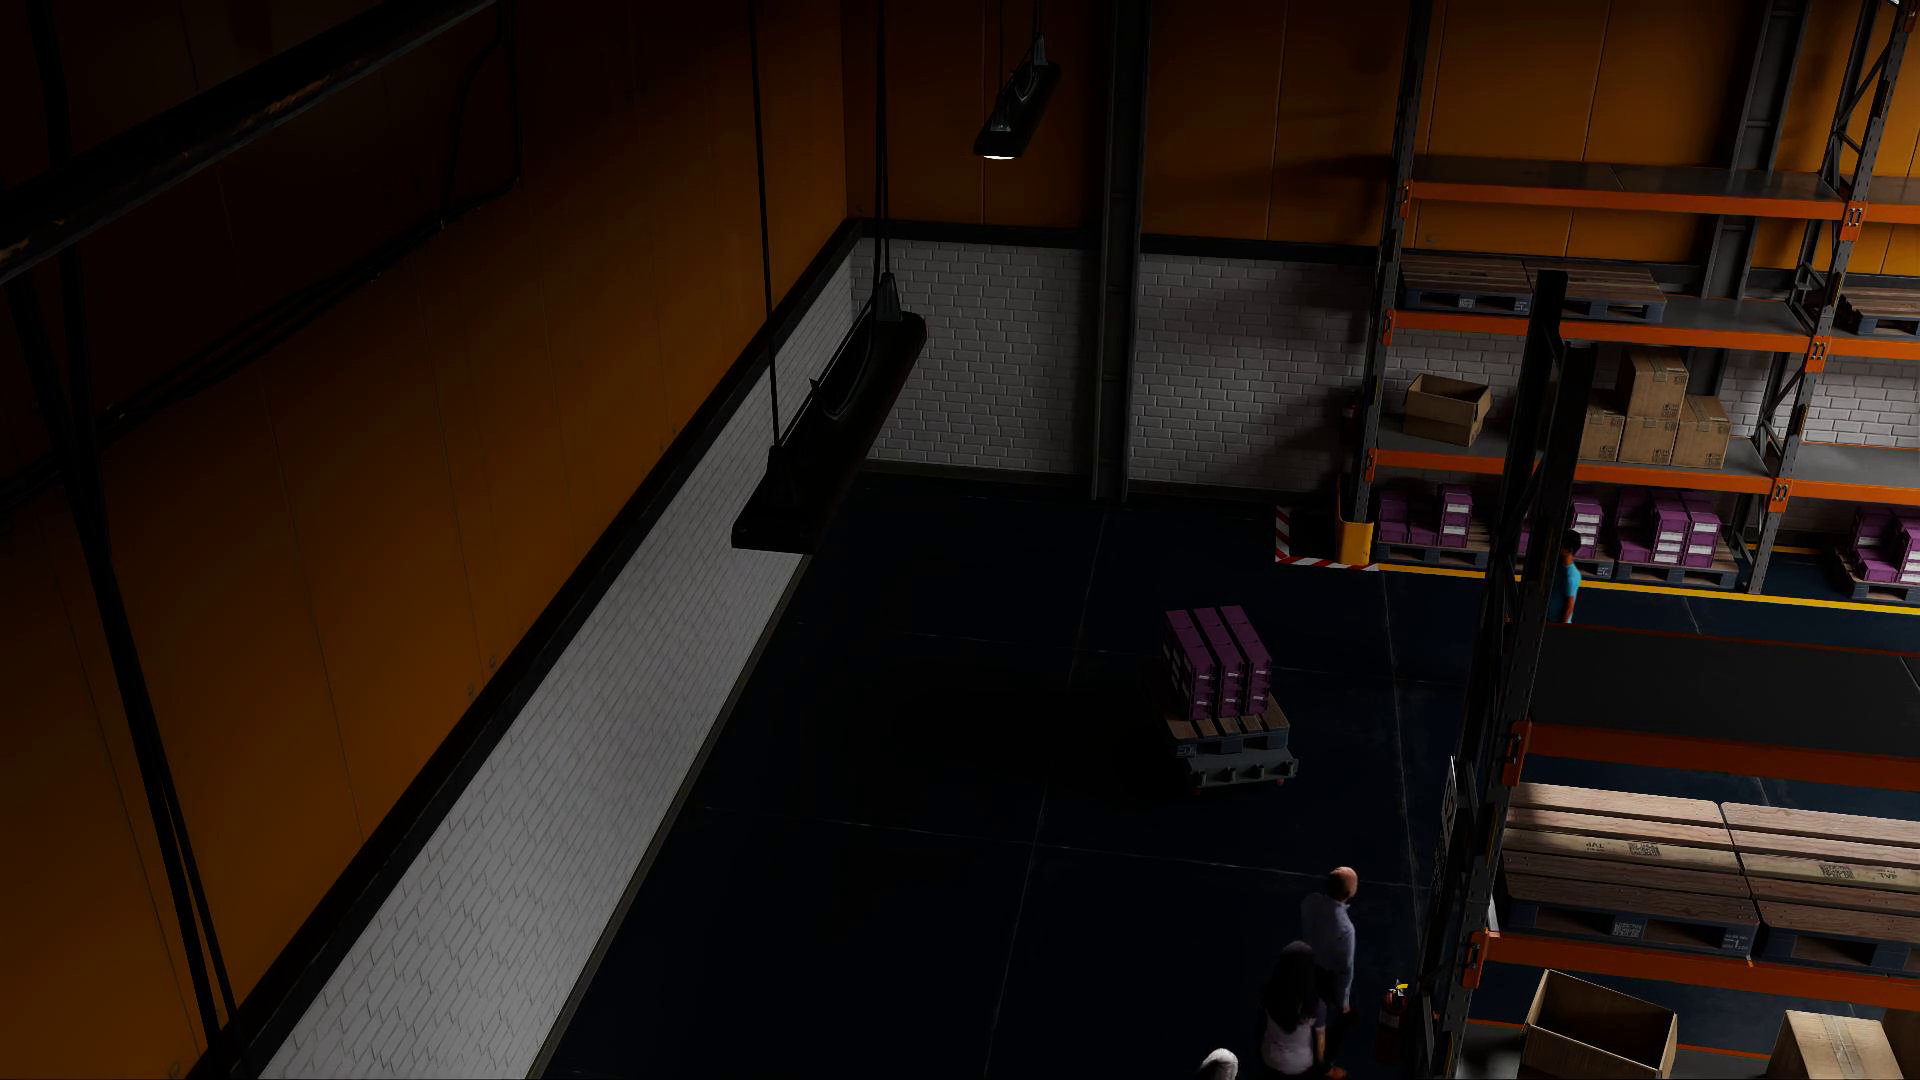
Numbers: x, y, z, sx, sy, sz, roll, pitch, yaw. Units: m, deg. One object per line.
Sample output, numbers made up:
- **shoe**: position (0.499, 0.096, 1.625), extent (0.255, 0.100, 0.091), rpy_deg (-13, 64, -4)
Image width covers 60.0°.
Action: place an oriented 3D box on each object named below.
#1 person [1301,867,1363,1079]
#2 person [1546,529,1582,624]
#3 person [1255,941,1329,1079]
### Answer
- **person**: position (2.327, 2.891, 10.844), extent (0.821, 1.784, 0.770), rpy_deg (-16, 32, -27)
- **person**: position (5.321, 0.706, 14.859), extent (0.559, 1.773, 0.652), rpy_deg (0, 29, 0)
- **person**: position (2.001, 3.242, 10.287), extent (0.693, 1.699, 0.790), rpy_deg (15, 32, 25)
